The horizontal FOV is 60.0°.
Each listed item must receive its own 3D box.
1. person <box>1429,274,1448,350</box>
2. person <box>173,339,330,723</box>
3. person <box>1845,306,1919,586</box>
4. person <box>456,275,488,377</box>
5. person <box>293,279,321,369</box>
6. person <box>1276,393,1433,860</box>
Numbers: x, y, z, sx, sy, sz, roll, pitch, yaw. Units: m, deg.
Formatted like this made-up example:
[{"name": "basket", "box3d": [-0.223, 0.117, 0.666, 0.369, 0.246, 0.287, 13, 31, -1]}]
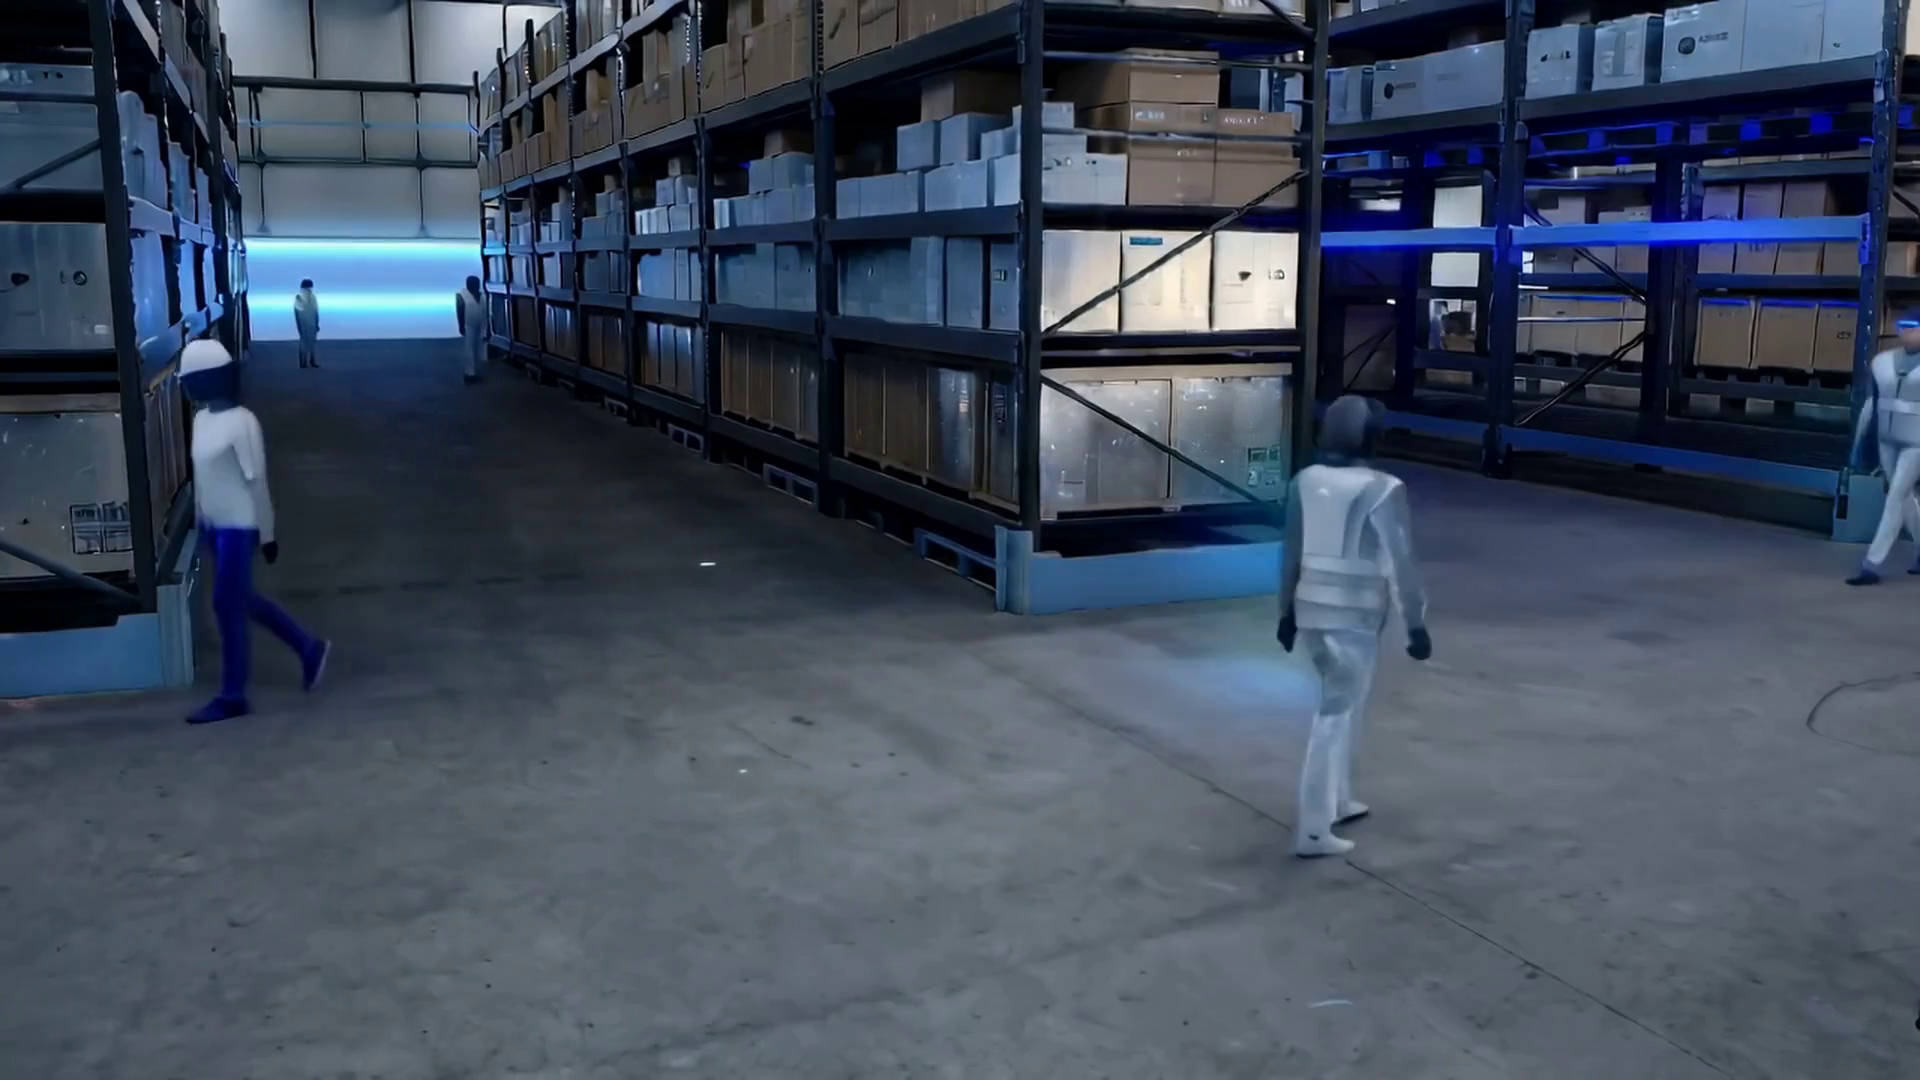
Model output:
[{"name": "person", "box3d": [10.496, -5.067, 37.187, 1.010, 1.904, 0.606, 7, 12, 36]}, {"name": "person", "box3d": [-3.297, -0.074, 7.725, 0.541, 1.727, 0.743, 8, 12, 40]}, {"name": "person", "box3d": [6.150, -0.616, 10.814, 0.983, 1.799, 0.588, -4, 10, -24]}, {"name": "person", "box3d": [-8.825, -3.878, 30.196, 0.429, 1.842, 0.630, 6, 11, 32]}, {"name": "person", "box3d": [-12.720, -4.202, 32.446, 0.354, 1.744, 0.557, 3, 10, 17]}, {"name": "person", "box3d": [1.404, 0.300, 5.858, 0.666, 1.616, 0.536, -6, 11, -31]}]
